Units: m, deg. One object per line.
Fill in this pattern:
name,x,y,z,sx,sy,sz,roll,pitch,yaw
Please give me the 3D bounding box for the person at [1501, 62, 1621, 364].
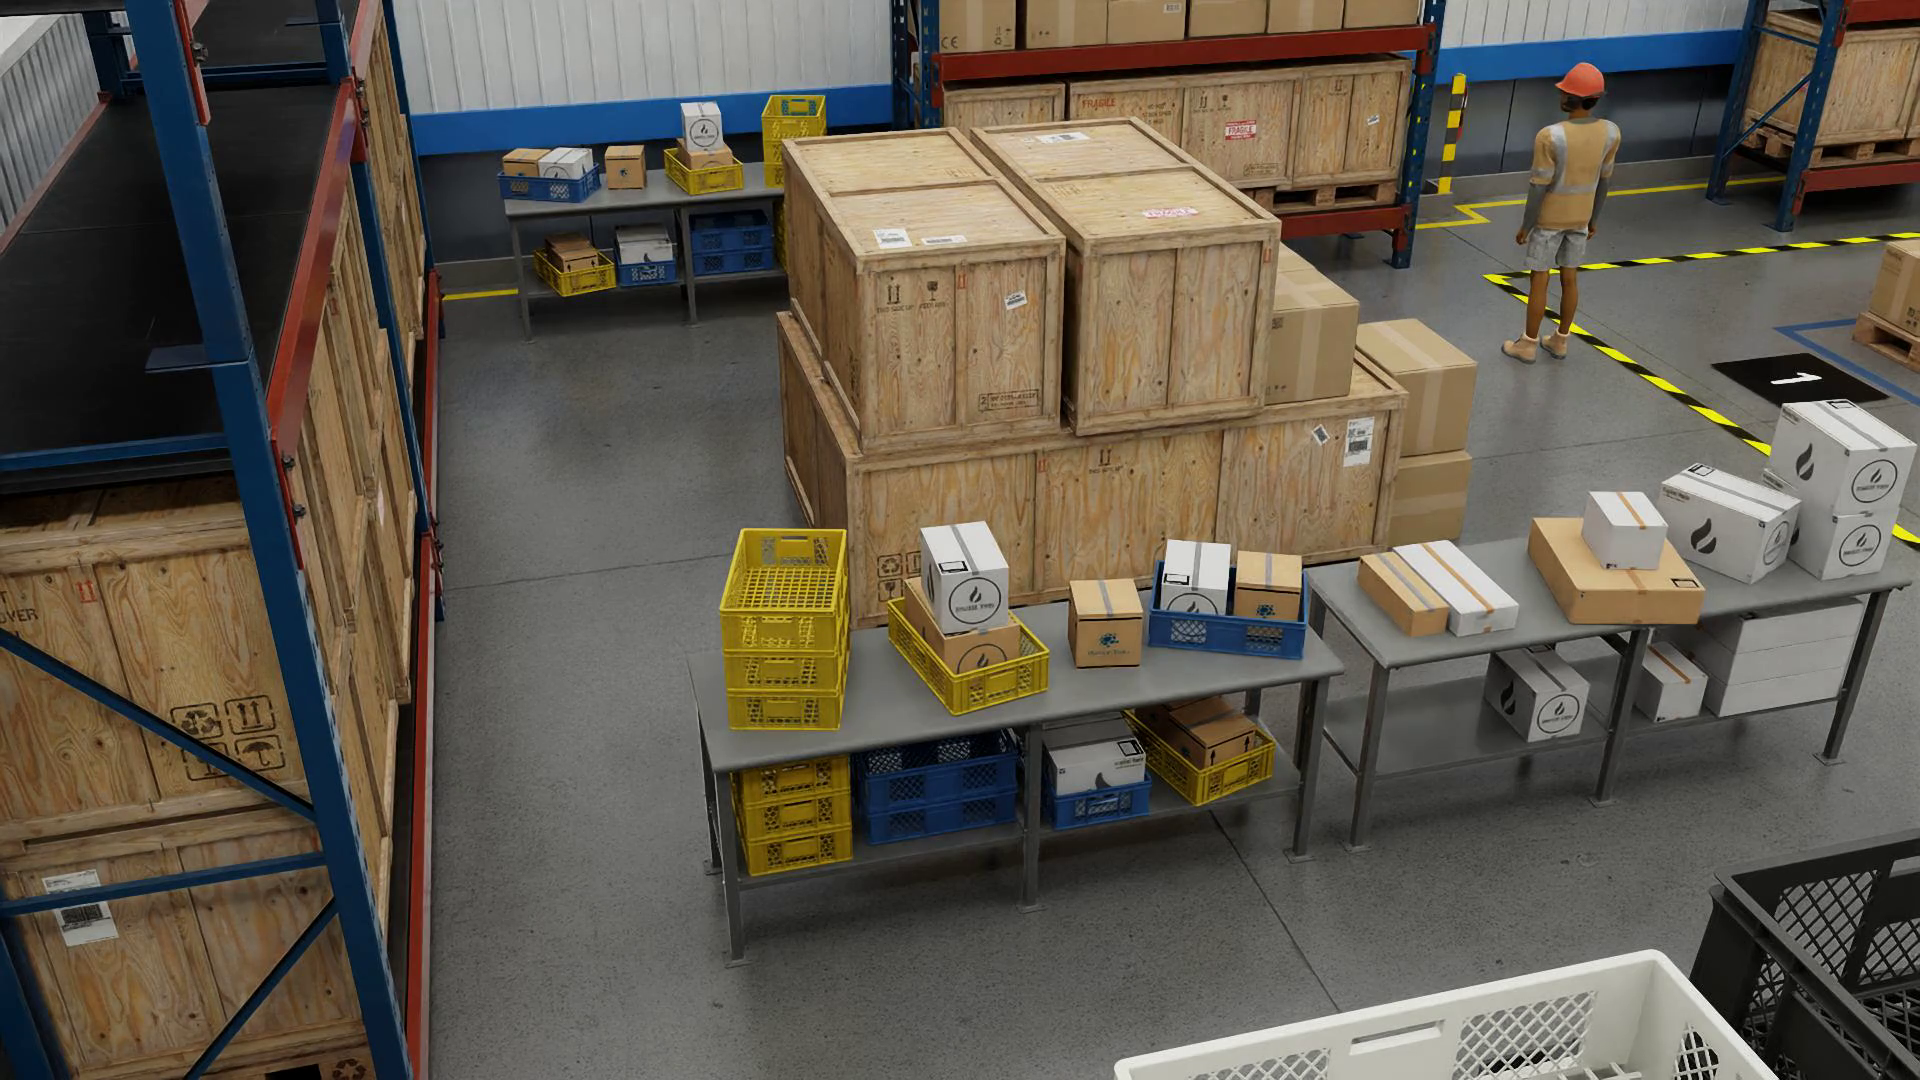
person,4.056,-2.187,11.245,0.606,2.048,0.366,-8,30,-14
